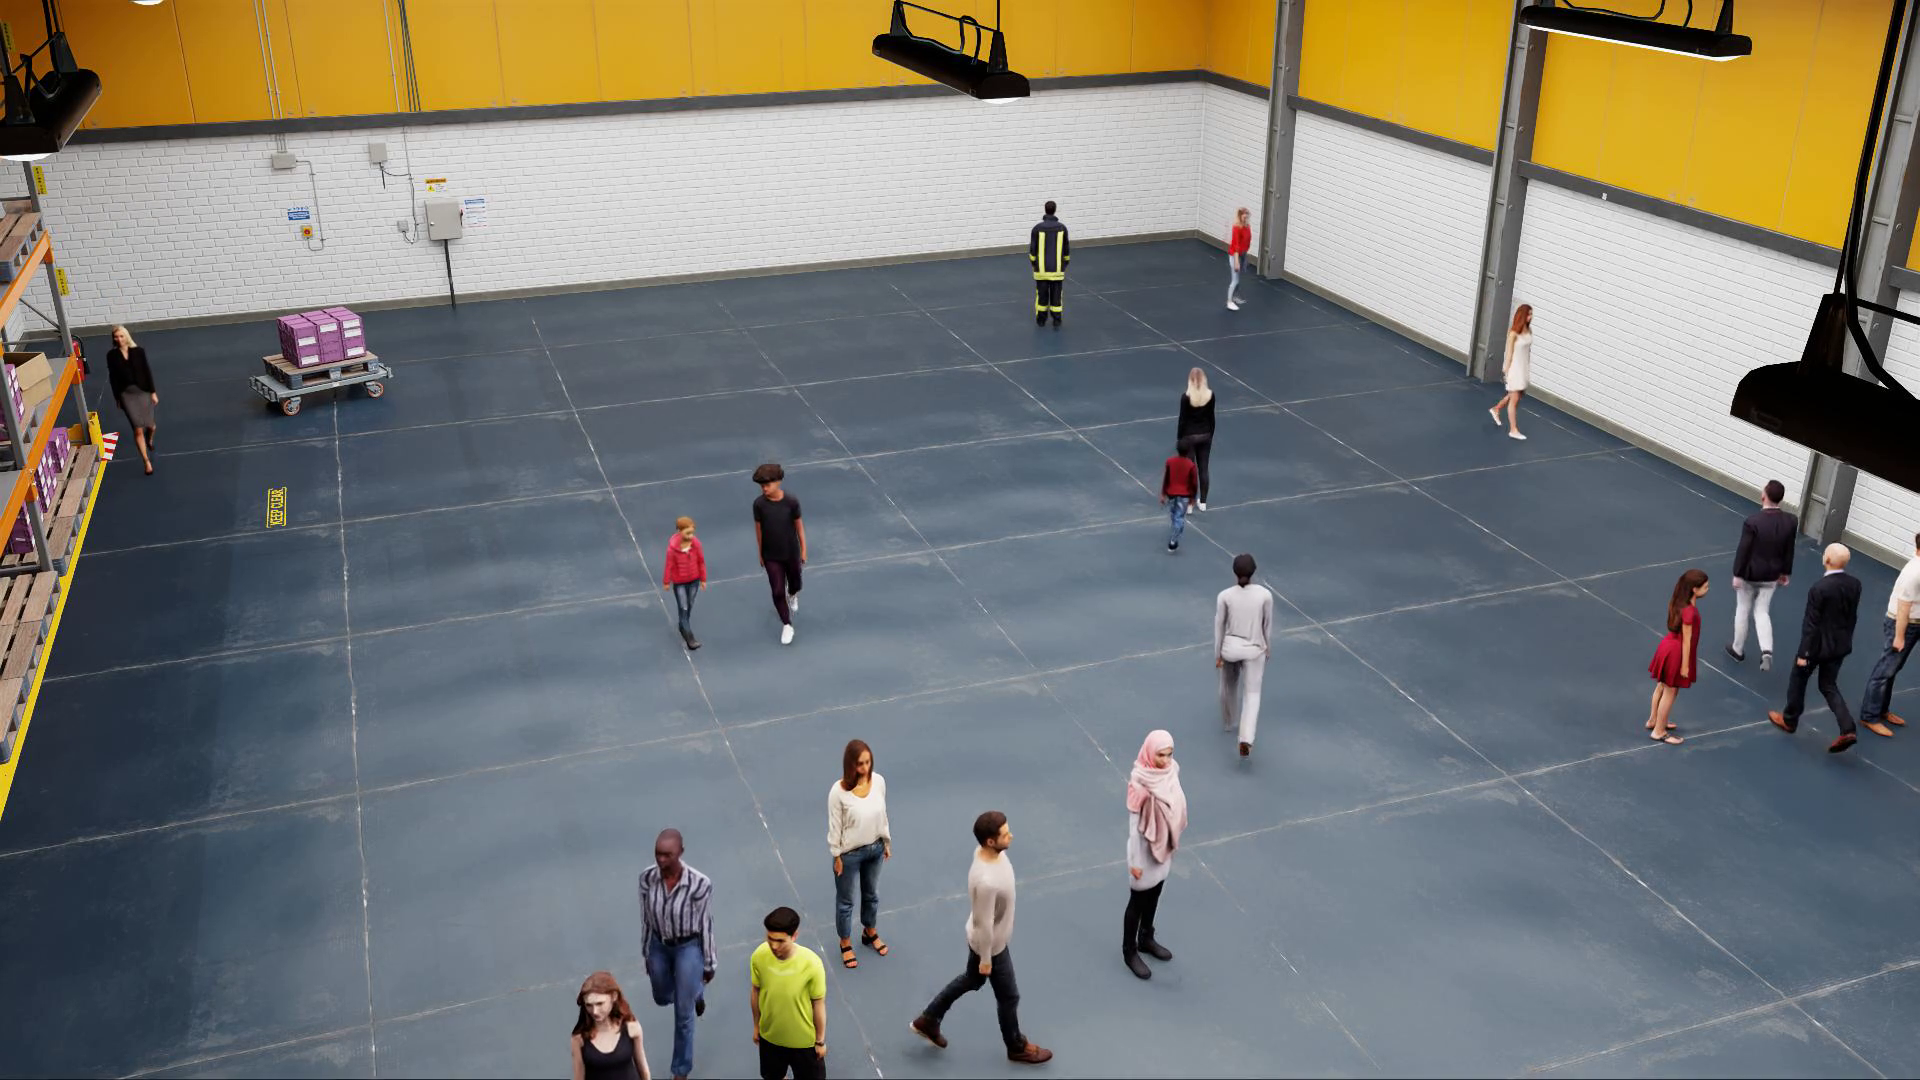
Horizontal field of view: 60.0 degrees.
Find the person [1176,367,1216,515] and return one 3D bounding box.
[{"bbox_3d":[2.645,-1.118,18.687,0.621,1.685,0.538,-7,25,-15],"label":"person"}]

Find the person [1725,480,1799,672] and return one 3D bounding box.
[{"bbox_3d":[7.313,0.364,15.122,0.890,1.825,1.060,1,24,2],"label":"person"}]

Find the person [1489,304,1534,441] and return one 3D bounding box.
[{"bbox_3d":[7.006,-2.167,21.071,0.676,1.697,0.986,-14,27,-28],"label":"person"}]

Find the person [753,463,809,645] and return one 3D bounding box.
[{"bbox_3d":[-1.704,0.072,15.885,0.778,1.749,1.060,-5,24,-11],"label":"person"}]

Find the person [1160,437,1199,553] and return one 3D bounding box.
[{"bbox_3d":[2.318,-0.464,17.761,0.848,1.228,0.895,10,26,23],"label":"person"}]

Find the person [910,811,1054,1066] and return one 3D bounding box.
[{"bbox_3d":[0.097,2.469,10.286,0.977,1.841,1.168,0,24,-1],"label":"person"}]

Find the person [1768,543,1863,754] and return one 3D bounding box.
[{"bbox_3d":[7.273,0.931,13.892,0.759,1.772,1.114,-6,24,-14],"label":"person"}]

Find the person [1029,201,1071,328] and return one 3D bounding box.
[{"bbox_3d":[1.374,-4.255,25.564,0.868,1.925,0.792,-1,24,-3],"label":"person"}]

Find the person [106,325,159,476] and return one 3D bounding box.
[{"bbox_3d":[-9.810,-1.686,19.807,0.670,1.828,0.888,-11,26,-23],"label":"person"}]

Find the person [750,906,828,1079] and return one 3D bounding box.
[{"bbox_3d":[-0.985,2.819,9.655,0.691,1.705,0.717,7,24,15],"label":"person"}]

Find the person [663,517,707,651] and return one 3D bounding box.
[{"bbox_3d":[-2.624,0.372,15.782,0.641,1.282,0.902,-13,27,-27],"label":"person"}]

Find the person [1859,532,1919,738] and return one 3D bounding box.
[{"bbox_3d":[8.051,0.740,14.225,0.732,1.855,0.704,-19,30,-37],"label":"person"}]

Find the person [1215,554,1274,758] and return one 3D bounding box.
[{"bbox_3d":[2.366,0.971,13.879,0.989,1.707,1.175,4,24,10],"label":"person"}]

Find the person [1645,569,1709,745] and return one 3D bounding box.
[{"bbox_3d":[6.076,0.960,14.099,0.722,1.553,0.661,4,24,8],"label":"person"}]

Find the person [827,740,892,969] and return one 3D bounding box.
[{"bbox_3d":[-0.689,2.106,11.316,0.660,1.682,0.614,-15,28,-30],"label":"person"}]

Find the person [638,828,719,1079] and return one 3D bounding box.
[{"bbox_3d":[-1.711,2.519,10.255,0.944,1.774,1.084,5,24,10],"label":"person"}]

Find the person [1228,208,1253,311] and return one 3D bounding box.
[{"bbox_3d":[4.397,-4.456,26.353,0.849,1.661,0.839,9,25,20],"label":"person"}]

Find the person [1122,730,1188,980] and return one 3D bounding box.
[{"bbox_3d":[1.280,2.084,11.214,0.729,1.803,0.718,21,31,39],"label":"person"}]

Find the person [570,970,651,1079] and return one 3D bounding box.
[{"bbox_3d":[-1.918,3.045,9.139,0.644,1.704,1.154,-7,25,-16],"label":"person"}]
